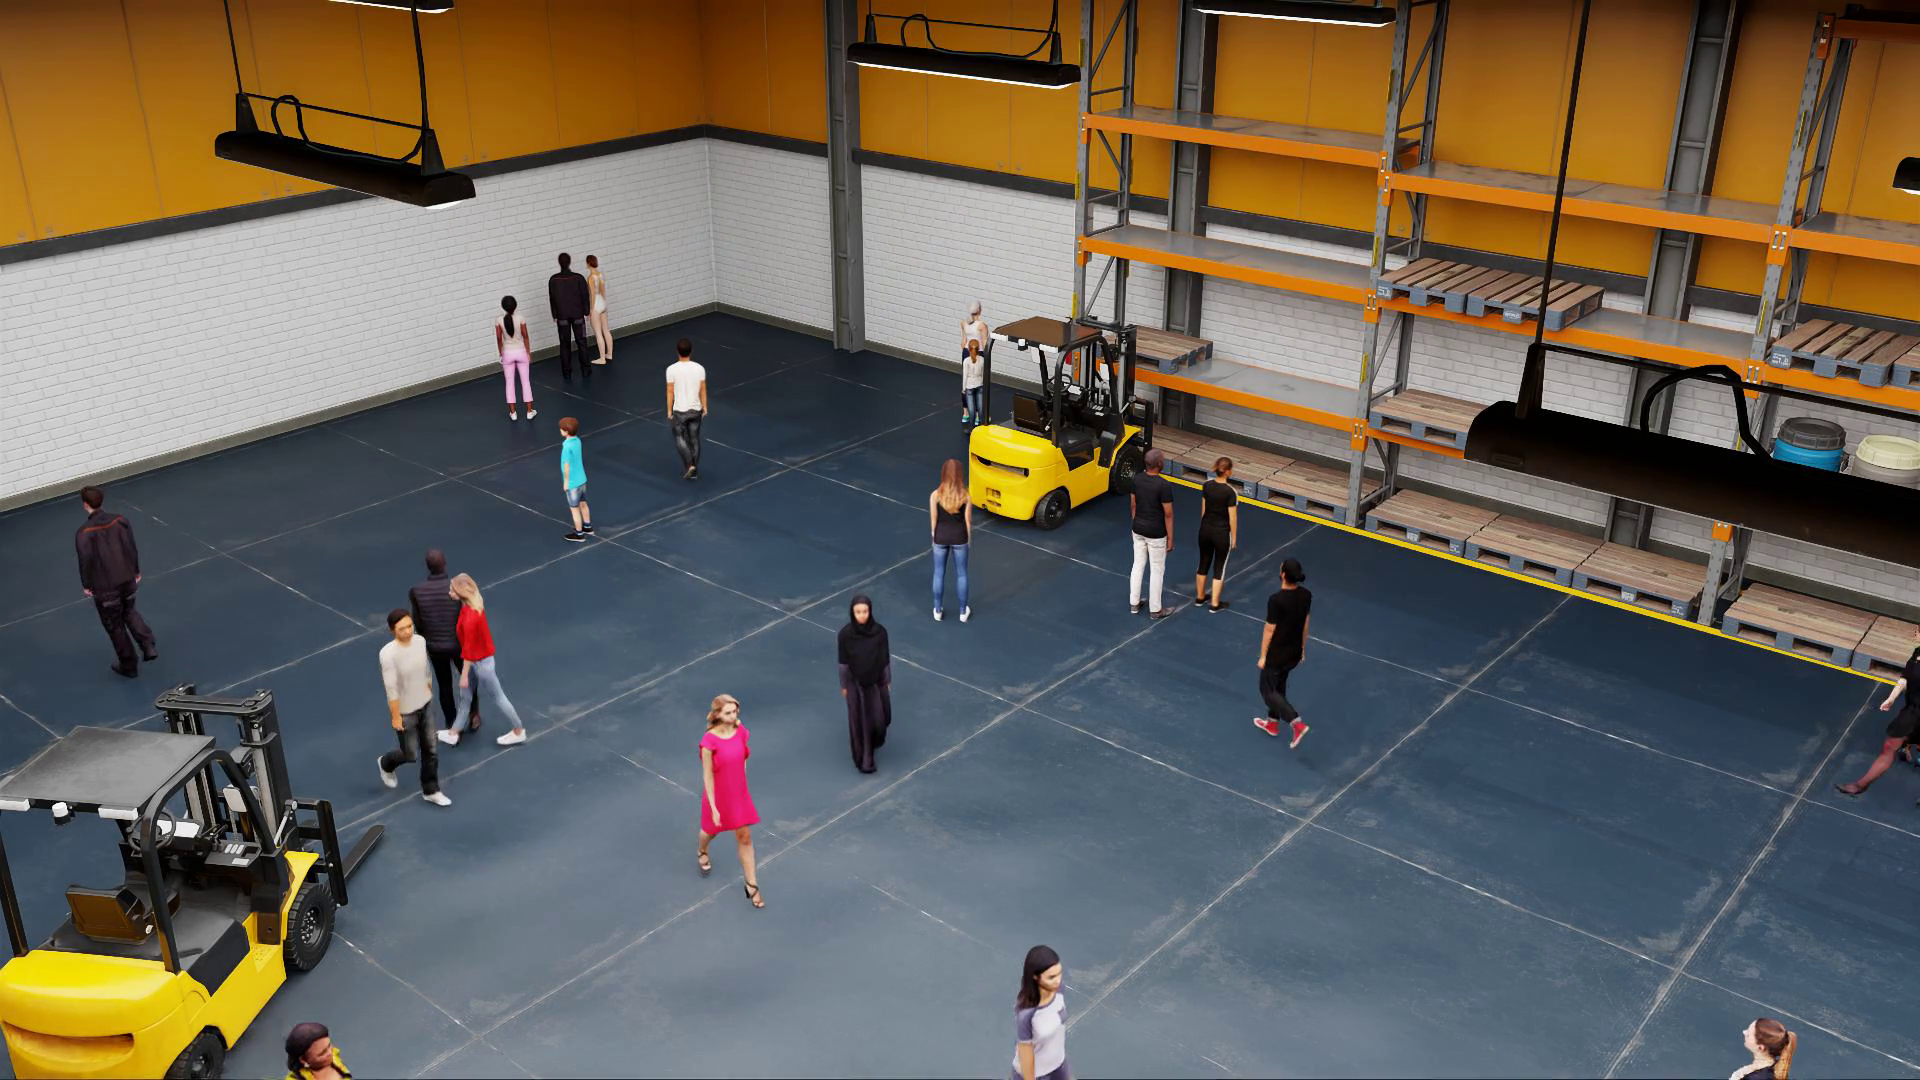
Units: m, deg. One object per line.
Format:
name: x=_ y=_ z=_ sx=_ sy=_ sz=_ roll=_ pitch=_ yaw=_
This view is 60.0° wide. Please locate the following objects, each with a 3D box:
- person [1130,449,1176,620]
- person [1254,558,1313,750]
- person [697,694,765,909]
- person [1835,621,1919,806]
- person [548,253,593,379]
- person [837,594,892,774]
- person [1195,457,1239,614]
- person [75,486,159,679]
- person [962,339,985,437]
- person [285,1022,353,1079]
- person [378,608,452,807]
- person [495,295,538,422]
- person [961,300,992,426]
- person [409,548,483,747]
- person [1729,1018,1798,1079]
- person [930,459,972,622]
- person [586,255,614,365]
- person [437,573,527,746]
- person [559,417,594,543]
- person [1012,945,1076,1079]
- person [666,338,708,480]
person: x=1.935 y=-0.072 z=16.899 sx=0.522 sy=1.805 sz=0.701 roll=19 pitch=30 yaw=37
person: x=2.858 y=1.008 z=14.504 sx=0.771 sy=1.744 sz=1.010 roll=-16 pitch=28 yaw=-32
person: x=-1.821 y=1.912 z=12.515 sx=0.751 sy=1.682 sz=1.108 roll=-16 pitch=28 yaw=-33
person: x=7.928 y=1.445 z=13.617 sx=1.157 sy=1.653 sz=0.907 roll=4 pitch=24 yaw=10
person: x=-5.665 y=-3.265 z=24.161 sx=0.798 sy=1.839 sz=0.823 roll=-4 pitch=24 yaw=-10
person: x=-0.807 y=1.180 z=14.277 sx=0.856 sy=1.611 sz=0.918 roll=-2 pitch=24 yaw=-5
person: x=2.622 y=-0.067 z=17.059 sx=0.473 sy=1.668 sz=0.652 roll=21 pitch=31 yaw=40
person: x=-7.915 y=0.421 z=15.654 sx=0.785 sy=1.899 sz=0.761 roll=12 pitch=26 yaw=26
person: x=0.186 y=-2.014 z=21.952 sx=0.548 sy=1.316 sz=0.589 roll=-9 pitch=25 yaw=-20
person: x=-3.607 y=3.363 z=9.236 sx=1.149 sy=1.649 sz=1.055 roll=3 pitch=24 yaw=7
person: x=-4.579 y=1.356 z=13.651 sx=0.985 sy=1.790 sz=0.776 roll=11 pitch=26 yaw=24
person: x=-6.021 y=-2.477 z=22.486 sx=0.655 sy=1.736 sz=0.698 roll=-5 pitch=24 yaw=-10
person: x=0.184 y=-2.400 z=22.354 sx=0.467 sy=1.702 sz=0.653 roll=17 pitch=29 yaw=34
person: x=-4.495 y=0.963 z=14.517 sx=0.885 sy=1.817 sz=0.942 roll=-3 pitch=24 yaw=-6
person: x=4.432 y=3.400 z=9.168 sx=0.721 sy=1.636 sz=1.147 roll=-20 pitch=31 yaw=-38
person: x=-0.099 y=0.004 z=16.829 sx=0.638 sy=1.722 sz=0.712 roll=0 pitch=24 yaw=0
person: x=-5.406 y=-3.456 z=24.843 sx=0.581 sy=1.643 sz=0.602 roll=8 pitch=25 yaw=17
person: x=-4.076 y=1.076 z=14.444 sx=1.086 sy=1.668 sz=1.086 roll=-5 pitch=24 yaw=-10
person: x=-4.347 y=-0.700 z=18.782 sx=0.619 sy=1.448 sz=0.591 roll=4 pitch=24 yaw=9
person: x=0.409 y=3.090 z=9.769 sx=0.587 sy=1.721 sz=0.597 roll=20 pitch=31 yaw=38
person: x=-3.326 y=-1.559 z=20.320 sx=0.838 sy=1.790 sz=0.927 roll=-9 pitch=25 yaw=-20
